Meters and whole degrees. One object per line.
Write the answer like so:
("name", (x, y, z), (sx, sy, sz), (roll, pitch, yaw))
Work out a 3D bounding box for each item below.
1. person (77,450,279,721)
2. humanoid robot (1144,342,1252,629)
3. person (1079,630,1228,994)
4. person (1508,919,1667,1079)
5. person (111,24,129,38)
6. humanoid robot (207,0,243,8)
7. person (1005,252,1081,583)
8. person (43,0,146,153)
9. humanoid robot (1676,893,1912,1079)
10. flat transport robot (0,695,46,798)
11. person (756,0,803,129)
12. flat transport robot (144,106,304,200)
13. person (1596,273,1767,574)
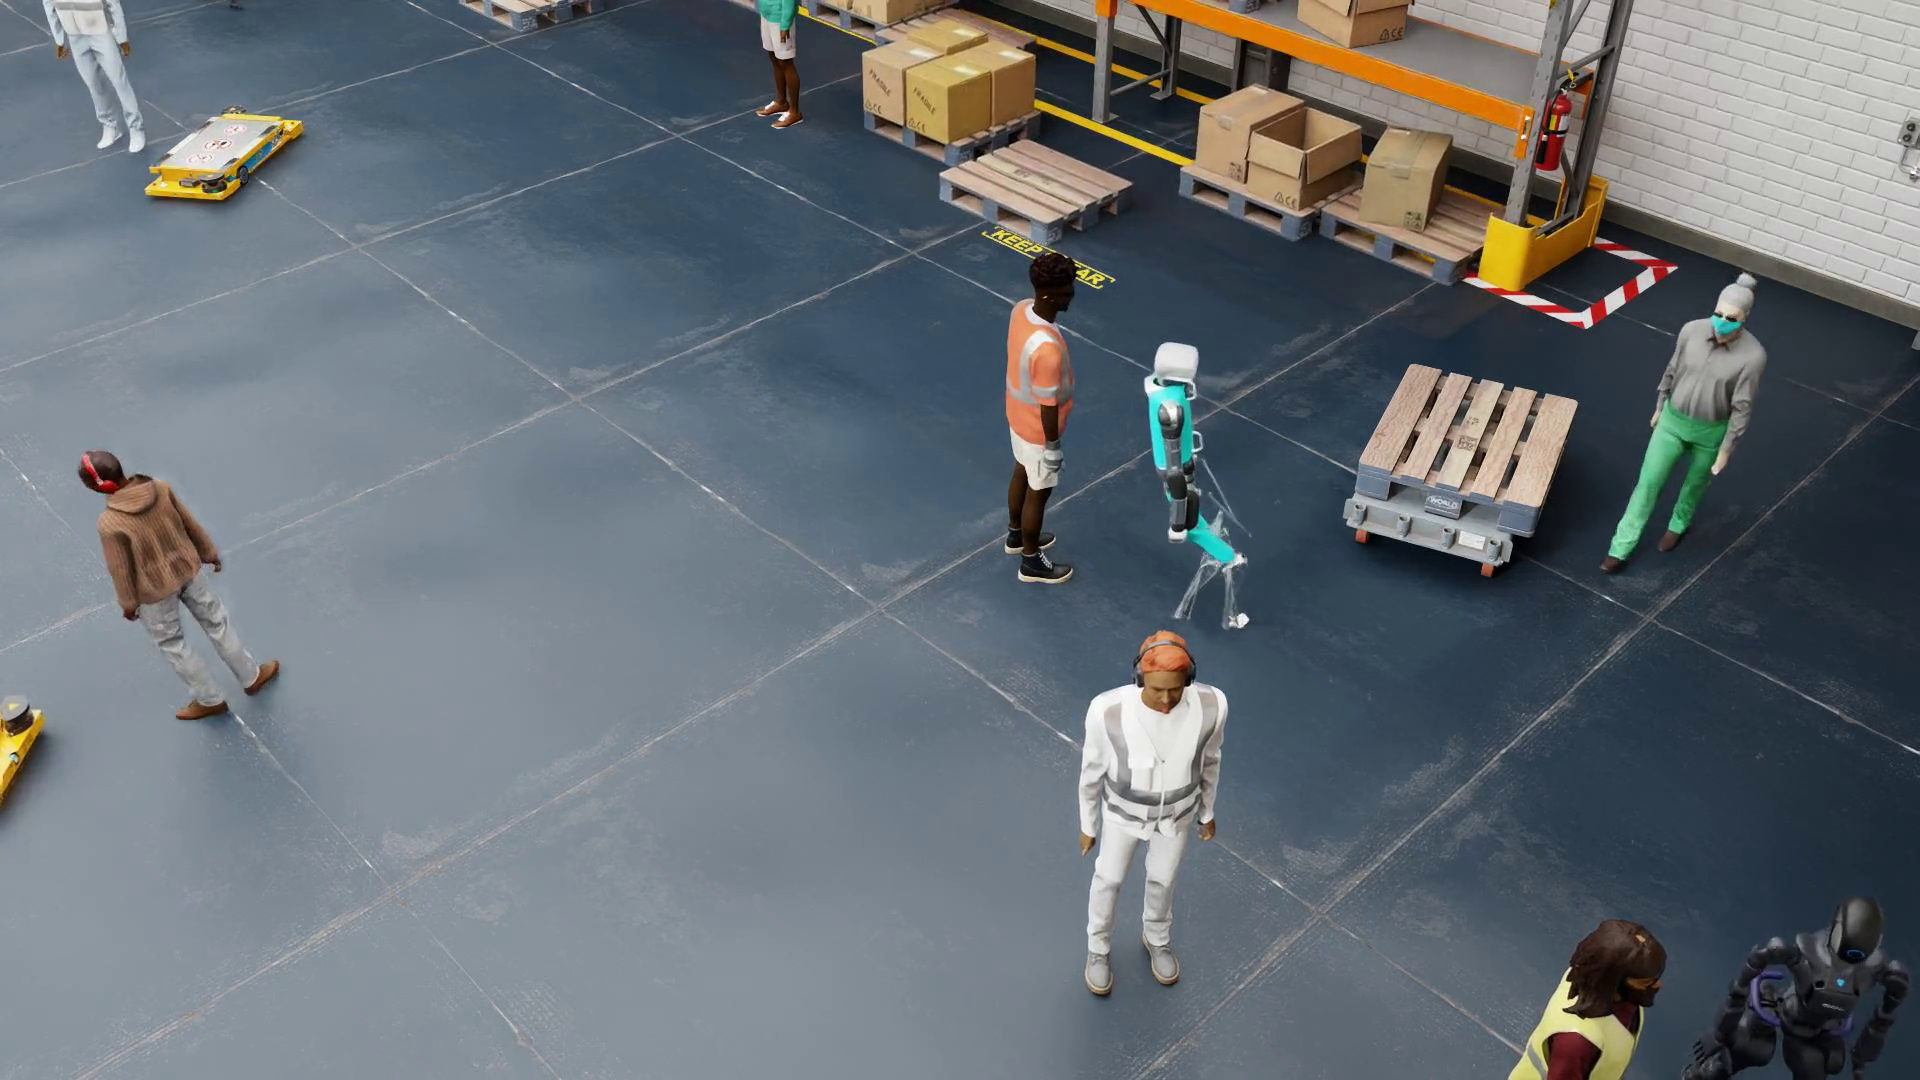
("person", (-3.822, 0.178, 8.179), (0.315, 1.616, 0.650), (18, 41, 22))
("humanoid robot", (1.324, -0.197, 8.620), (0.838, 1.821, 0.540), (1, 37, 1))
("person", (0.762, 1.107, 6.729), (0.578, 1.882, 0.343), (-5, 37, -7))
("person", (2.088, 1.923, 5.742), (0.366, 1.768, 0.476), (23, 43, 27))
("person", (-8.443, -5.819, 15.803), (0.583, 2.007, 0.666), (-2, 37, -2))
("humanoid robot", (-7.552, -6.124, 16.518), (0.584, 1.607, 0.770), (-21, 42, -26))
("person", (0.436, -0.654, 9.002), (0.363, 1.951, 0.611), (-8, 38, -10))
("person", (-7.144, -4.140, 13.665), (0.590, 1.927, 0.415), (-1, 37, -2))
("humanoid robot", (3.024, 1.782, 6.054), (0.586, 1.637, 0.656), (8, 38, 11))
("flat transport robot", (-5.343, 1.067, 8.121), (1.431, 0.231, 0.659), (-1, 37, -2))
("person", (-1.542, -4.437, 14.097), (0.379, 1.848, 0.505), (-18, 41, -23))
("flat transport robot", (-6.087, -3.210, 13.783), (0.659, 0.231, 1.431), (5, 37, 7))
("person", (3.951, -0.582, 9.021), (0.531, 1.802, 0.914), (27, 45, 31))
